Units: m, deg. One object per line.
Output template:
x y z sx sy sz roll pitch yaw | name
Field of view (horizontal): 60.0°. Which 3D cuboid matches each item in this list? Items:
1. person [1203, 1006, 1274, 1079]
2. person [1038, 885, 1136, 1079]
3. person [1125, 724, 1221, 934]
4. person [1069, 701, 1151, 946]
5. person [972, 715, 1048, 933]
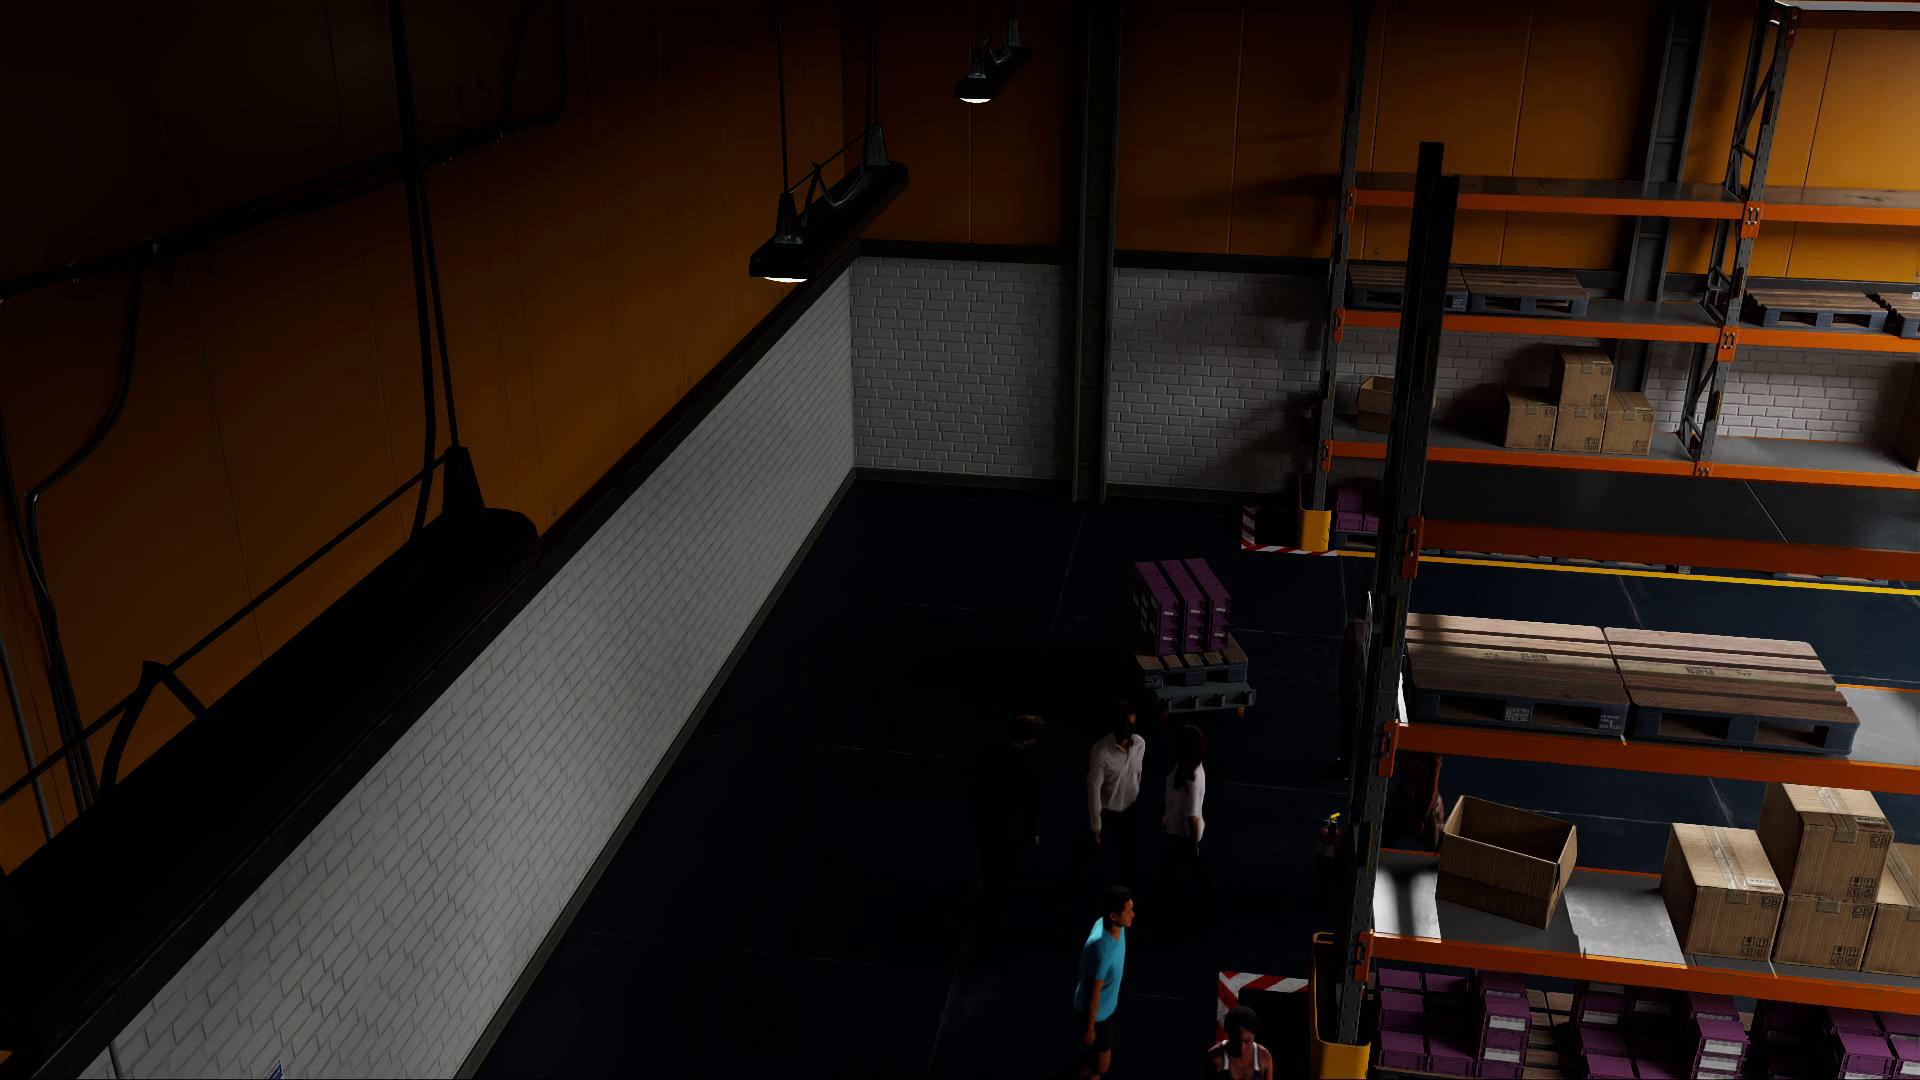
1.545 3.321 9.461 1.088 1.720 0.751 0 24 0 | person
0.761 2.895 10.386 0.824 1.758 0.688 8 25 17 | person
1.735 2.148 12.093 1.057 1.760 0.710 0 24 0 | person
1.069 1.992 12.373 1.279 1.822 1.247 -11 26 -23 | person
0.331 2.104 12.110 0.844 1.827 0.757 1 24 3 | person
